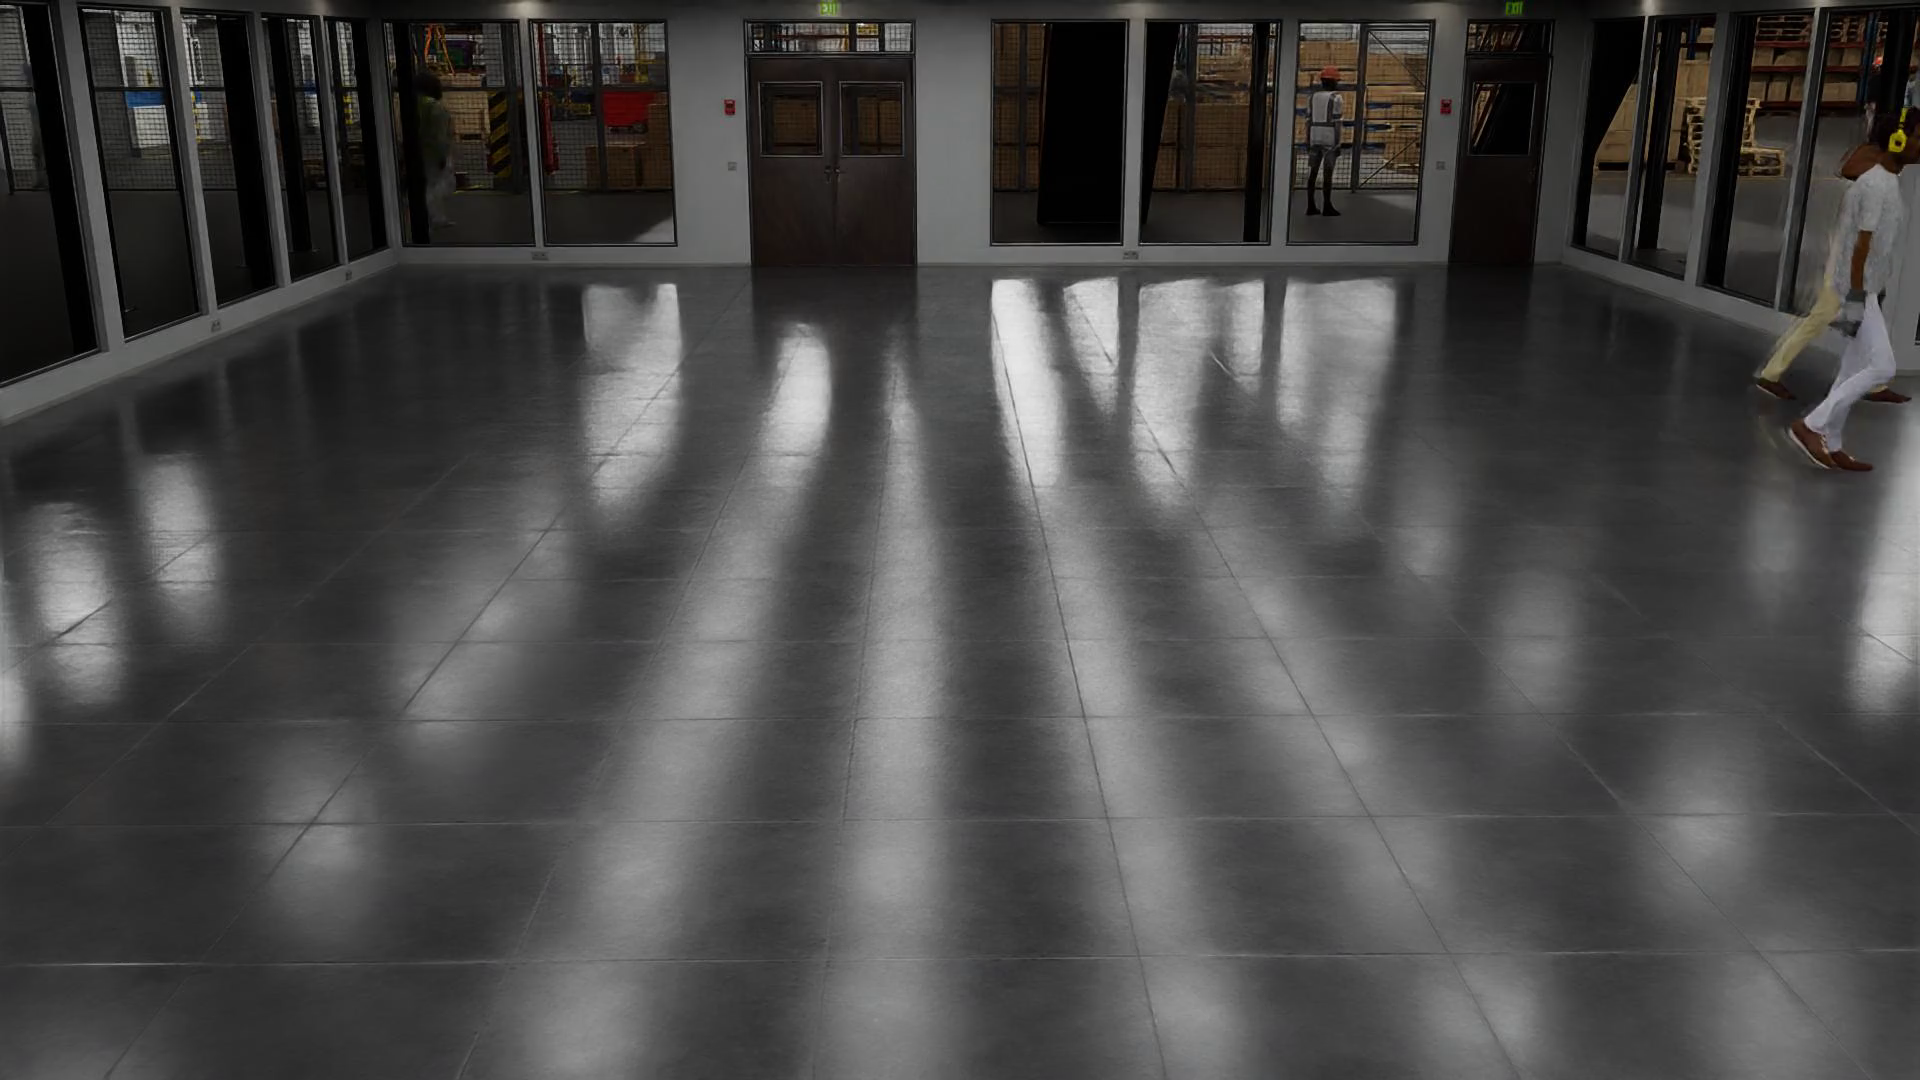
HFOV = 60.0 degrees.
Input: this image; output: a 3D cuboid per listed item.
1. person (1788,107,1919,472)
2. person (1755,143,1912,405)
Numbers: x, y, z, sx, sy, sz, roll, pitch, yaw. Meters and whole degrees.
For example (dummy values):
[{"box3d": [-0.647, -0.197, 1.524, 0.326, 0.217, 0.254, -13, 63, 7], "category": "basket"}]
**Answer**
[{"box3d": [4.604, -1.233, 8.416, 0.399, 1.843, 0.545, 10, 19, 31], "category": "person"}, {"box3d": [5.410, -1.620, 10.176, 0.873, 1.591, 0.494, 8, 18, 25], "category": "person"}]
